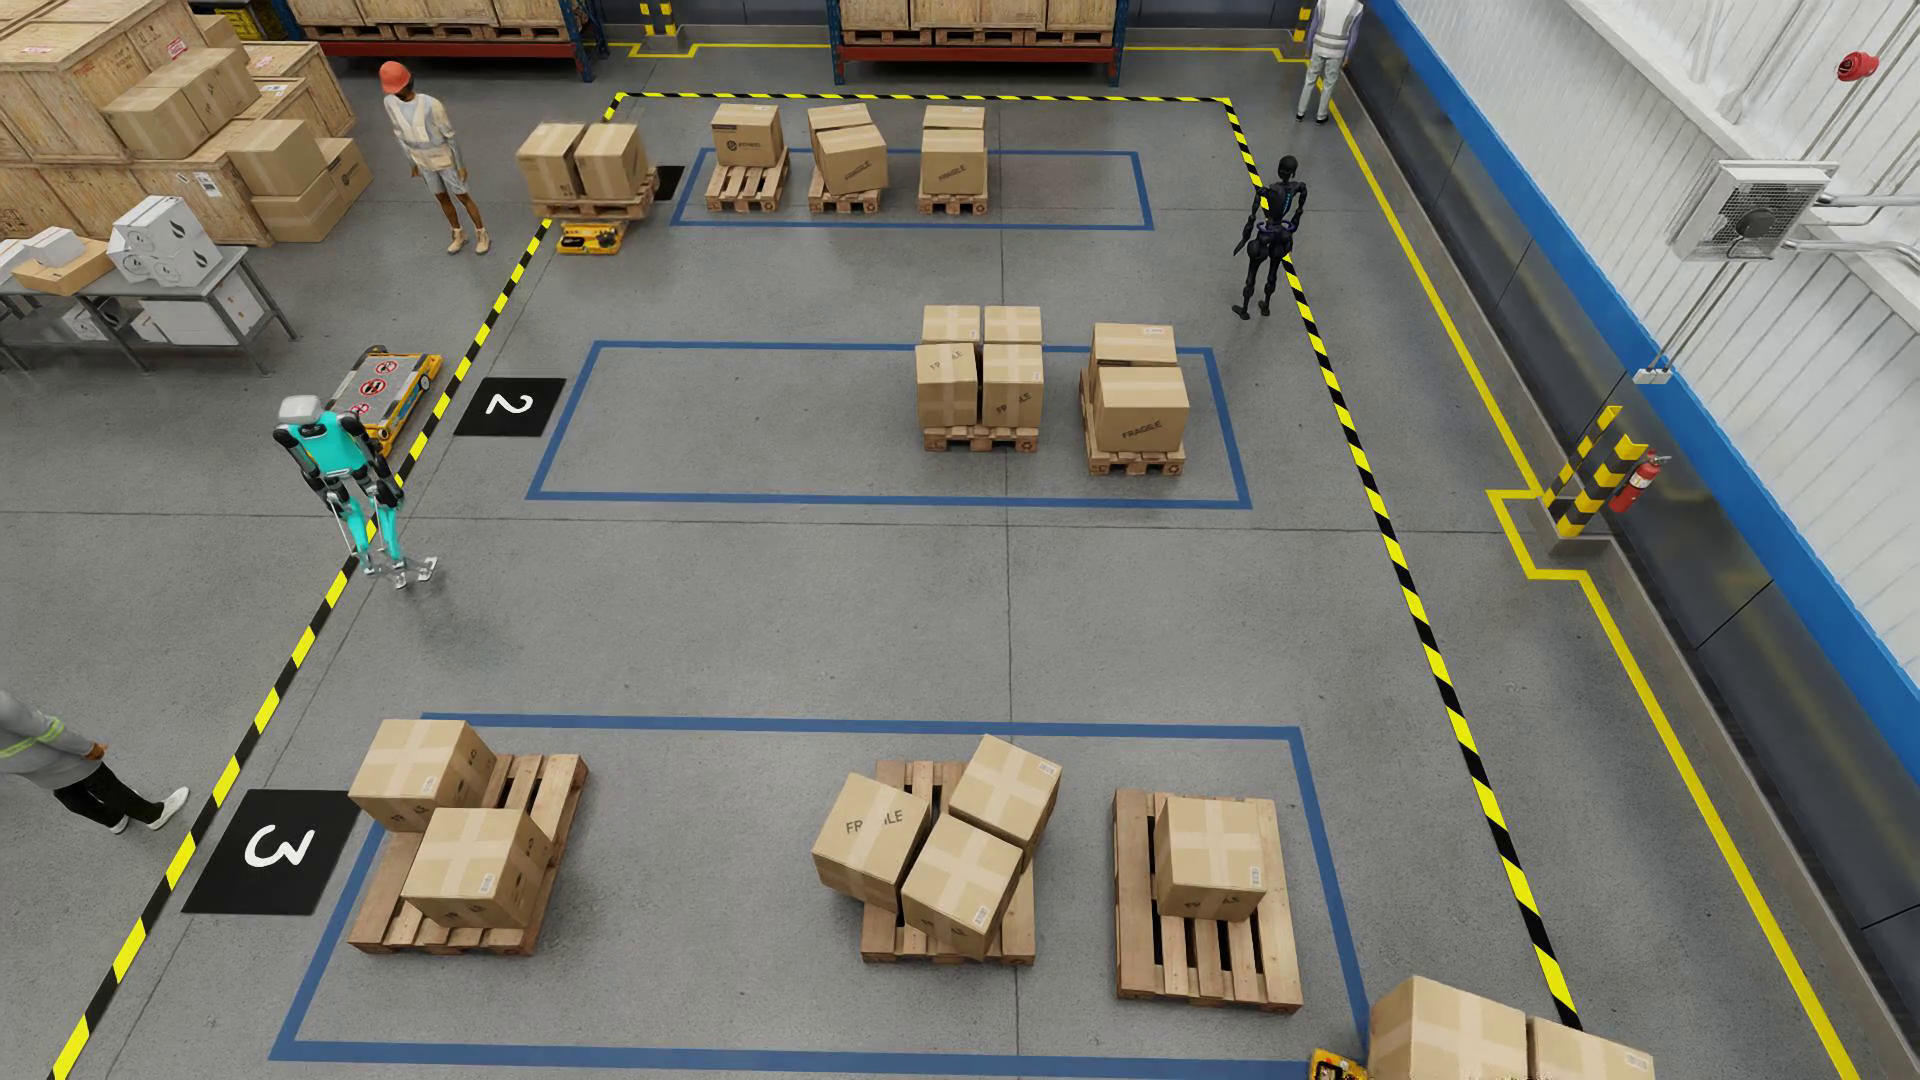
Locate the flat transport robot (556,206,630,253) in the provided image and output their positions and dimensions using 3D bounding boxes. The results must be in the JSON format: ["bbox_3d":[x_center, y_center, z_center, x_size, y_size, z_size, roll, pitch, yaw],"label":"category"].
[{"bbox_3d":[-4.123,-3.780,10.547,0.652,0.197,1.431,1,50,1],"label":"flat transport robot"}]

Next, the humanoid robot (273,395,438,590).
[{"bbox_3d":[-4.268,-0.201,6.487,0.533,1.677,0.735,-12,51,-10],"label":"humanoid robot"}]

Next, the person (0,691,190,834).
[{"bbox_3d":[-5.338,1.192,5.322,0.586,1.851,0.390,-2,50,-1],"label":"person"}]

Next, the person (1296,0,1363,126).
[{"bbox_3d":[4.673,-6.210,11.603,0.590,1.822,0.404,26,54,20],"label":"person"}]

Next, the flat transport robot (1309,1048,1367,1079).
[{"bbox_3d":[2.512,3.186,4.653,1.431,0.197,0.652,15,51,13],"label":"flat transport robot"}]

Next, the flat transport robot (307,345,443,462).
[{"bbox_3d":[-5.383,-1.269,8.441,0.659,0.231,1.431,1,50,1],"label":"flat transport robot"}]

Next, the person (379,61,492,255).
[{"bbox_3d":[-5.463,-3.928,9.535,0.604,2.036,0.385,3,50,3],"label":"person"}]

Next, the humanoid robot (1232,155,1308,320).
[{"bbox_3d":[3.000,-2.924,8.911,0.599,1.654,0.315,-8,50,-7],"label":"humanoid robot"}]
